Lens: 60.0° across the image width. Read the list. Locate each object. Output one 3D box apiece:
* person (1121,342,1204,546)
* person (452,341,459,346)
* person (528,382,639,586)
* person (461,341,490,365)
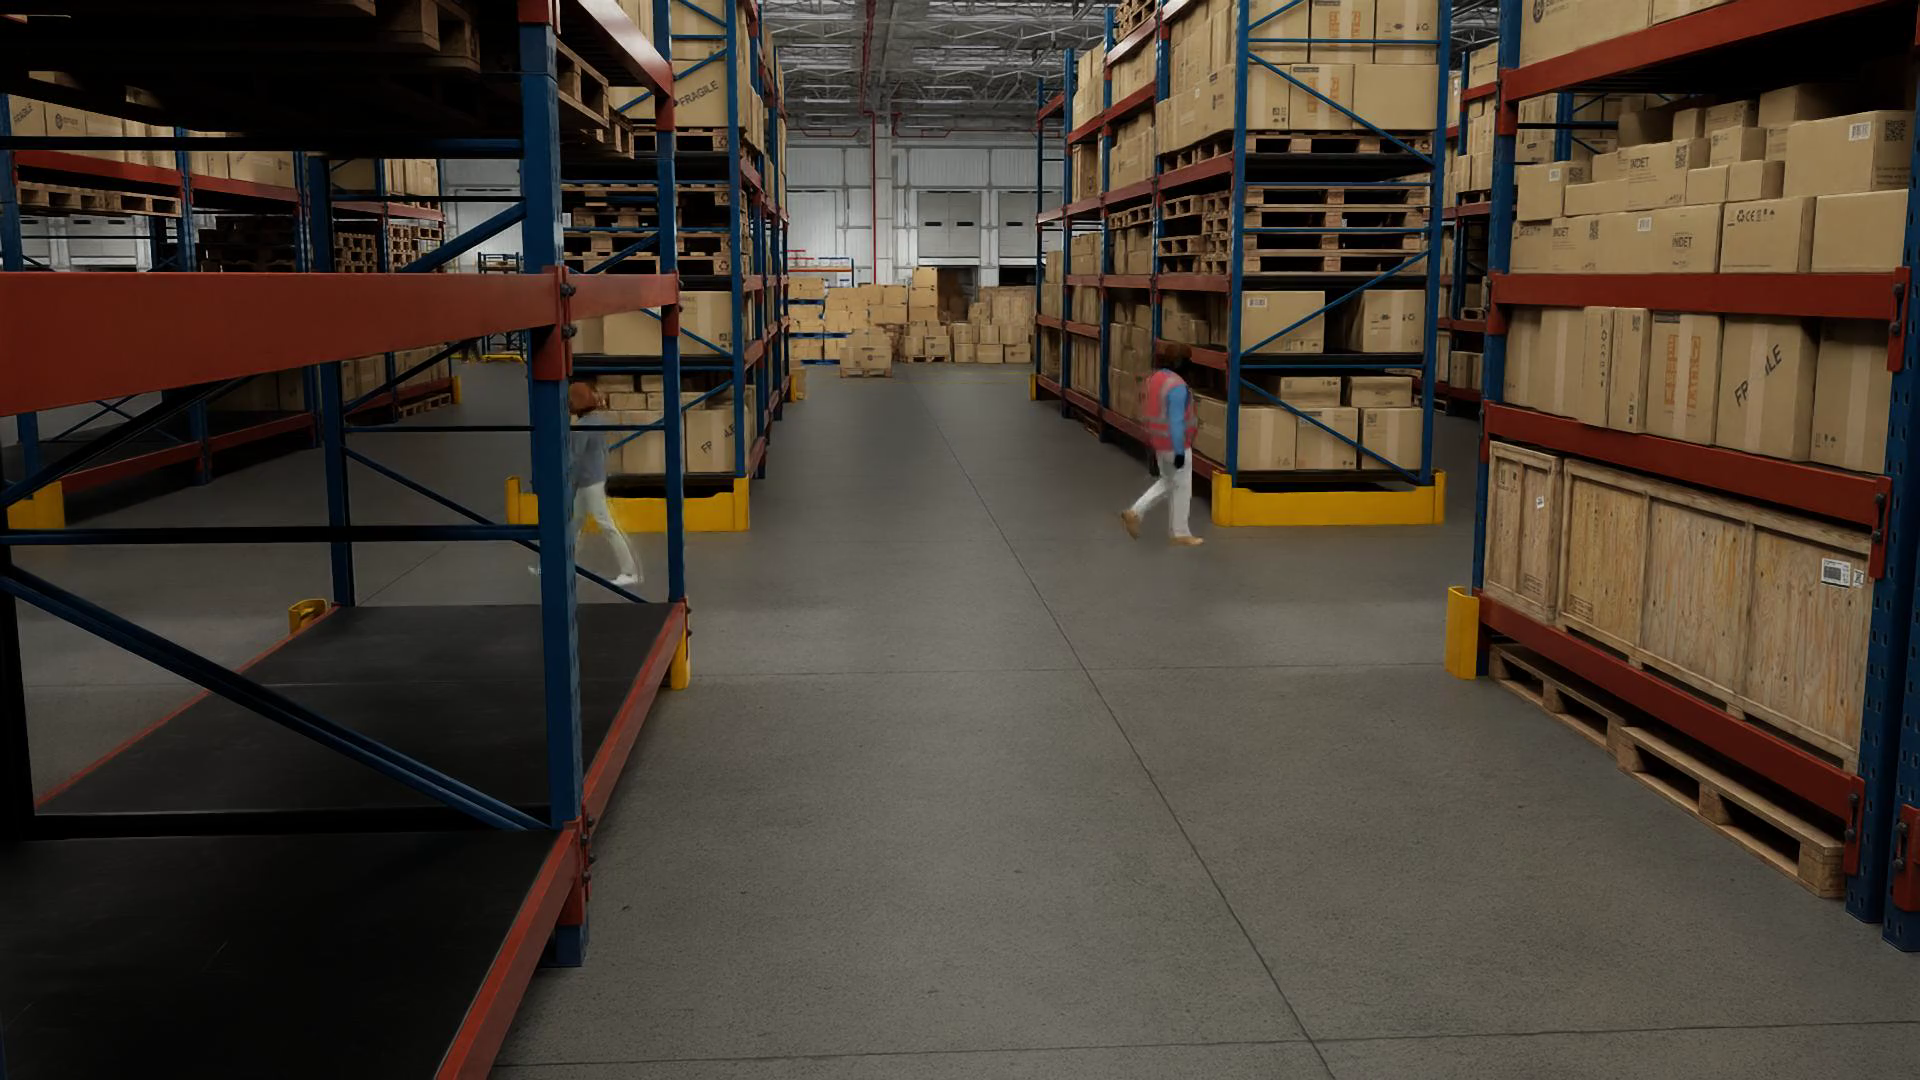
[{"bbox_3d":[1.822,-0.839,14.715,0.636,1.821,0.638,-2,9,-13],"label":"person"},{"bbox_3d":[-16.959,-7.463,55.935,0.367,1.940,0.634,-5,10,-27],"label":"person"},{"bbox_3d":[-2.909,-0.420,12.815,0.899,1.575,0.515,0,9,-1],"label":"person"},{"bbox_3d":[-13.000,-5.697,44.533,0.971,2.000,0.704,0,9,2],"label":"person"}]
